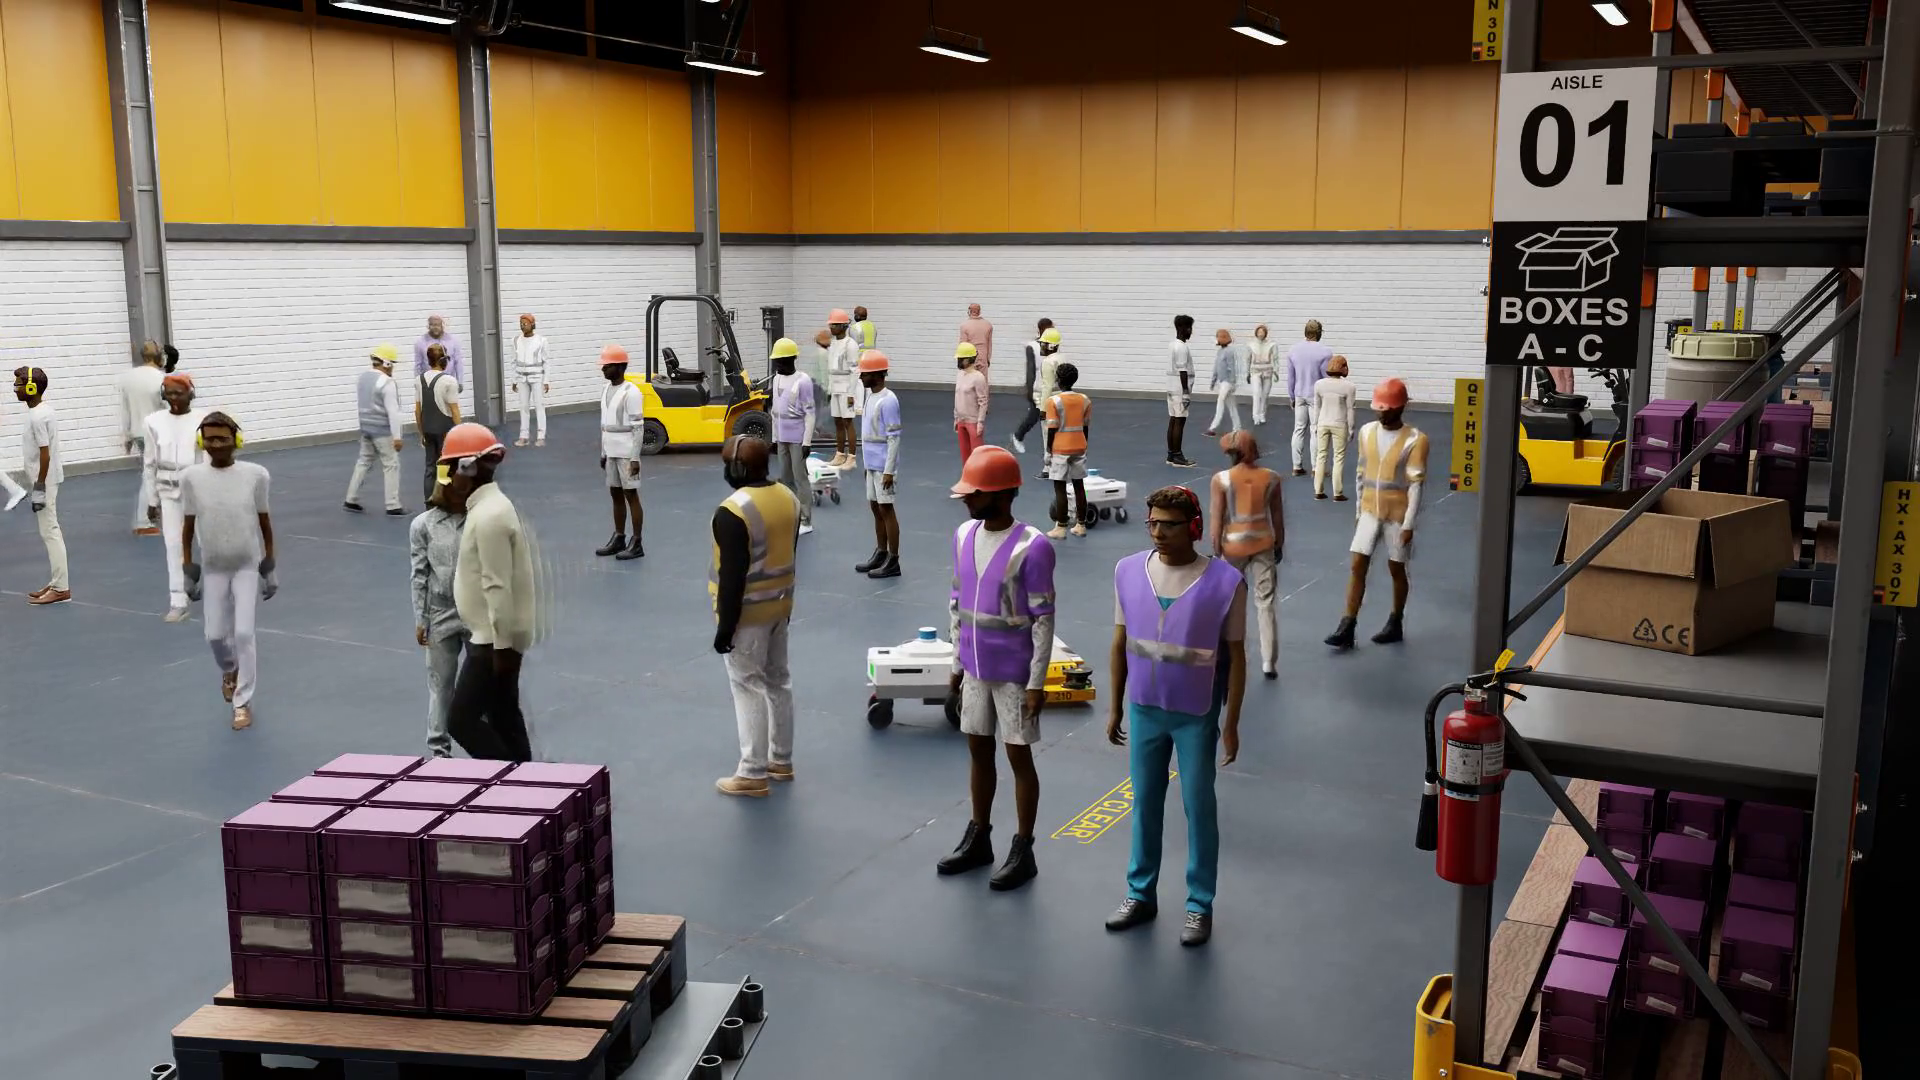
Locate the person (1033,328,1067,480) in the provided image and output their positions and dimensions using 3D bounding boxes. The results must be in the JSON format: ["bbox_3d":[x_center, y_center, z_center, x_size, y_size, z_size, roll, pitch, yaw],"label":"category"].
[{"bbox_3d":[1.087,-1.647,20.199,0.404,1.836,0.597,4,10,21],"label":"person"}]

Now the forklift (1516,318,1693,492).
[{"bbox_3d":[7.066,-1.601,18.899,2.313,2.155,1.214,5,11,27],"label":"forklift"}]

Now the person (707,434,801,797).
[{"bbox_3d":[-1.061,0.378,8.471,0.429,1.839,0.633,5,11,25],"label":"person"}]

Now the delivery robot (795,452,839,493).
[{"bbox_3d":[-1.640,-0.727,18.309,0.477,0.478,0.707,-8,13,-38],"label":"delivery robot"}]

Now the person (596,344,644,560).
[{"bbox_3d":[-3.063,-0.790,14.943,0.372,1.939,0.544,-10,14,-44],"label":"person"}]

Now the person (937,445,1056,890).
[{"bbox_3d":[0.154,0.549,7.208,0.547,1.934,0.375,9,13,43],"label":"person"}]

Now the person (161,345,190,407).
[{"bbox_3d":[-9.058,-1.400,19.173,0.532,1.697,0.322,6,11,30],"label":"person"}]

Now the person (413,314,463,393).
[{"bbox_3d":[-7.368,-2.246,23.506,0.673,1.895,0.525,-4,10,-21],"label":"person"}]

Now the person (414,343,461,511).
[{"bbox_3d":[-5.228,-1.055,16.752,0.517,1.843,0.332,4,11,21],"label":"person"}]

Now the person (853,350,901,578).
[{"bbox_3d":[-0.705,-0.643,14.103,0.368,1.933,0.552,-4,11,-22],"label":"person"}]

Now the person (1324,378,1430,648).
[{"bbox_3d":[2.885,-0.163,11.444,0.567,1.890,0.908,9,13,42],"label":"person"}]

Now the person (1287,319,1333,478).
[{"bbox_3d":[4.297,-1.728,20.376,0.629,1.940,0.373,9,13,42],"label":"person"}]

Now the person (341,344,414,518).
[{"bbox_3d":[-6.092,-1.128,17.309,0.781,1.804,0.544,7,12,35],"label":"person"}]

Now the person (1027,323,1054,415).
[{"bbox_3d":[1.394,-2.805,27.526,0.531,1.633,0.524,-7,12,-36],"label":"person"}]

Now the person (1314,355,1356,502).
[{"bbox_3d":[4.145,-1.237,18.443,0.493,1.624,0.280,7,12,35],"label":"person"}]

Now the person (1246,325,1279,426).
[{"bbox_3d":[4.852,-2.662,26.753,0.520,1.604,0.825,1,10,5],"label":"person"}]

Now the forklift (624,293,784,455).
[{"bbox_3d":[-3.588,-2.317,23.042,2.313,2.155,1.214,-1,10,-5],"label":"forklift"}]

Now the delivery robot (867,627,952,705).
[{"bbox_3d":[-0.190,0.754,9.734,0.707,0.478,0.477,0,10,-2],"label":"delivery robot"}]

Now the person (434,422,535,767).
[{"bbox_3d":[-2.175,0.445,7.704,0.451,1.965,0.646,-3,10,-15],"label":"person"}]

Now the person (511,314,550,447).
[{"bbox_3d":[-6.104,-2.262,23.629,0.574,1.883,0.360,2,10,13],"label":"person"}]

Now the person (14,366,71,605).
[{"bbox_3d":[-7.220,-0.429,13.056,0.328,1.872,0.513,-5,11,-26],"label":"person"}]

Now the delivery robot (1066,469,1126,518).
[{"bbox_3d":[1.338,-0.472,16.834,0.707,0.478,0.477,-7,12,-35],"label":"delivery robot"}]

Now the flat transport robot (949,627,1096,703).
[{"bbox_3d":[0.364,0.776,10.697,0.652,0.197,1.431,-2,10,-11],"label":"flat transport robot"}]

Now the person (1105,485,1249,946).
[{"bbox_3d":[0.869,0.687,6.663,0.567,1.844,0.375,6,11,31],"label":"person"}]

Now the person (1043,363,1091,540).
[{"bbox_3d":[1.027,-0.853,16.008,0.540,1.695,0.317,-7,12,-35],"label":"person"}]

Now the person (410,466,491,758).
[{"bbox_3d":[-2.574,0.402,8.612,0.492,1.740,0.325,-4,10,-21],"label":"person"}]

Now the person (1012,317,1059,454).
[{"bbox_3d":[1.079,-2.065,22.483,0.601,1.890,0.877,-9,13,-41],"label":"person"}]

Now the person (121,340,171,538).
[{"bbox_3d":[-7.766,-1.003,16.280,0.663,1.894,0.959,5,11,26],"label":"person"}]

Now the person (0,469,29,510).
[{"bbox_3d":[-10.500,-1.221,17.617,0.971,1.882,0.584,-6,11,-31],"label":"person"}]

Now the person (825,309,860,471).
[{"bbox_3d":[-1.509,-1.888,20.993,0.382,2.045,0.605,-6,12,-33],"label":"person"}]

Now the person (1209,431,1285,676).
[{"bbox_3d":[1.891,0.068,10.988,0.554,1.580,0.866,-1,10,-9],"label":"person"}]

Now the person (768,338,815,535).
[{"bbox_3d":[-1.661,-1.005,16.227,0.384,1.922,0.593,-9,13,-41],"label":"person"}]

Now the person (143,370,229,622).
[{"bbox_3d":[-5.839,-0.345,12.579,0.600,1.882,0.563,-1,10,-7],"label":"person"}]

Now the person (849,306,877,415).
[{"bbox_3d":[-1.685,-3.044,28.277,0.429,1.844,0.627,7,12,35],"label":"person"}]

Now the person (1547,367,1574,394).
[{"bbox_3d":[7.711,-1.816,21.410,0.328,1.760,0.524,-4,10,-21],"label":"person"}]

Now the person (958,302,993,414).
[{"bbox_3d":[0.243,-3.073,28.252,0.636,1.910,0.406,-6,11,-29],"label":"person"}]

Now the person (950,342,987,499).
[{"bbox_3d":[0.090,-1.301,18.408,0.327,1.765,0.531,-6,12,-32],"label":"person"}]

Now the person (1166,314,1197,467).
[{"bbox_3d":[2.844,-1.925,21.436,0.367,1.966,0.605,-1,10,-8],"label":"person"}]

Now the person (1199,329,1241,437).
[{"bbox_3d":[3.882,-2.323,24.750,0.781,1.600,0.536,-2,10,-11],"label":"person"}]

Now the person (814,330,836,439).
[{"bbox_3d":[-1.949,-2.279,24.458,0.342,1.621,0.524,0,10,0],"label":"person"}]

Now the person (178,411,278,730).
[{"bbox_3d":[-4.280,0.152,9.767,0.513,1.853,0.624,-3,10,-16],"label":"person"}]
